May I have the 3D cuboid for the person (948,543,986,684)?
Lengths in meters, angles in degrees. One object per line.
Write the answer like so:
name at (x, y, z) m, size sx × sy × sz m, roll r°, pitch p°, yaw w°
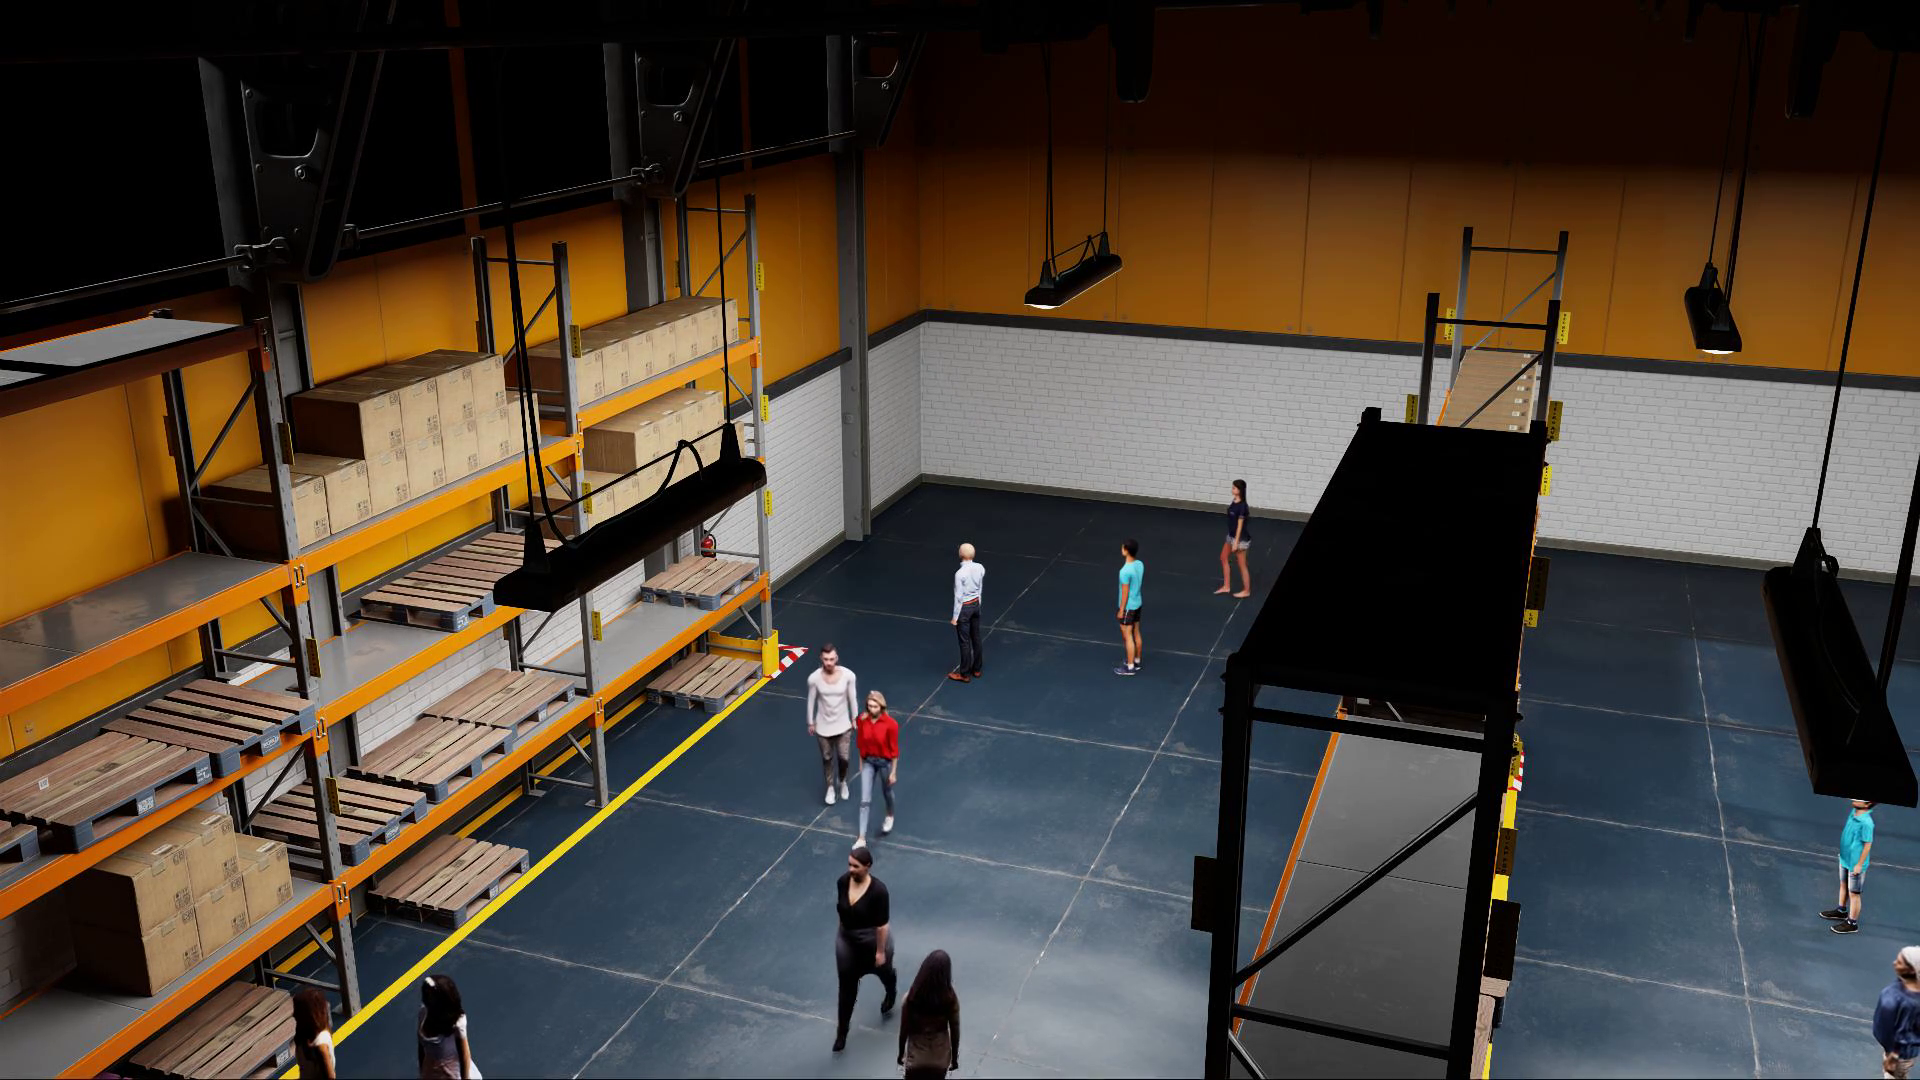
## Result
person at (0.093, 0.894, 20.747) m, size 0.780 × 1.792 × 0.647 m, roll 17°, pitch 25°, yaw 40°

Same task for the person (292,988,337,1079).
person at (-4.466, 3.939, 11.716) m, size 0.702 × 1.784 × 0.679 m, roll -13°, pitch 23°, yaw -34°

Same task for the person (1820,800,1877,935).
person at (8.234, 2.911, 15.297) m, size 0.623 × 1.449 × 0.486 m, roll 2°, pitch 19°, yaw 5°

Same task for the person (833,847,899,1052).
person at (-0.729, 3.295, 13.730) m, size 0.758 × 1.719 × 1.132 m, roll 10°, pitch 21°, yaw 26°

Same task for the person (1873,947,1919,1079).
person at (6.974, 3.776, 12.341) m, size 0.676 × 1.695 × 0.502 m, roll 8°, pitch 20°, yaw 22°

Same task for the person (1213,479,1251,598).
person at (4.022, -0.010, 23.501) m, size 0.819 × 1.747 × 0.800 m, roll -1°, pitch 19°, yaw -4°

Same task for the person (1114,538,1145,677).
person at (2.155, 0.833, 20.956) m, size 0.720 × 1.774 × 0.514 m, roll 11°, pitch 22°, yaw 30°

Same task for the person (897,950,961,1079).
person at (-0.221, 3.841, 12.117) m, size 0.903 × 1.715 × 1.086 m, roll -3°, pitch 19°, yaw -9°

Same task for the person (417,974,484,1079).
person at (-3.648, 3.874, 11.865) m, size 0.714 × 1.813 × 0.732 m, roll 9°, pitch 20°, yaw 24°

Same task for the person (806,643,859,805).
person at (-1.346, 1.911, 17.671) m, size 0.797 × 1.827 × 0.774 m, roll -1°, pitch 19°, yaw -3°

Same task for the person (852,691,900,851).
person at (-0.794, 2.274, 16.863) m, size 0.694 × 1.655 × 1.107 m, roll 5°, pitch 19°, yaw 15°
